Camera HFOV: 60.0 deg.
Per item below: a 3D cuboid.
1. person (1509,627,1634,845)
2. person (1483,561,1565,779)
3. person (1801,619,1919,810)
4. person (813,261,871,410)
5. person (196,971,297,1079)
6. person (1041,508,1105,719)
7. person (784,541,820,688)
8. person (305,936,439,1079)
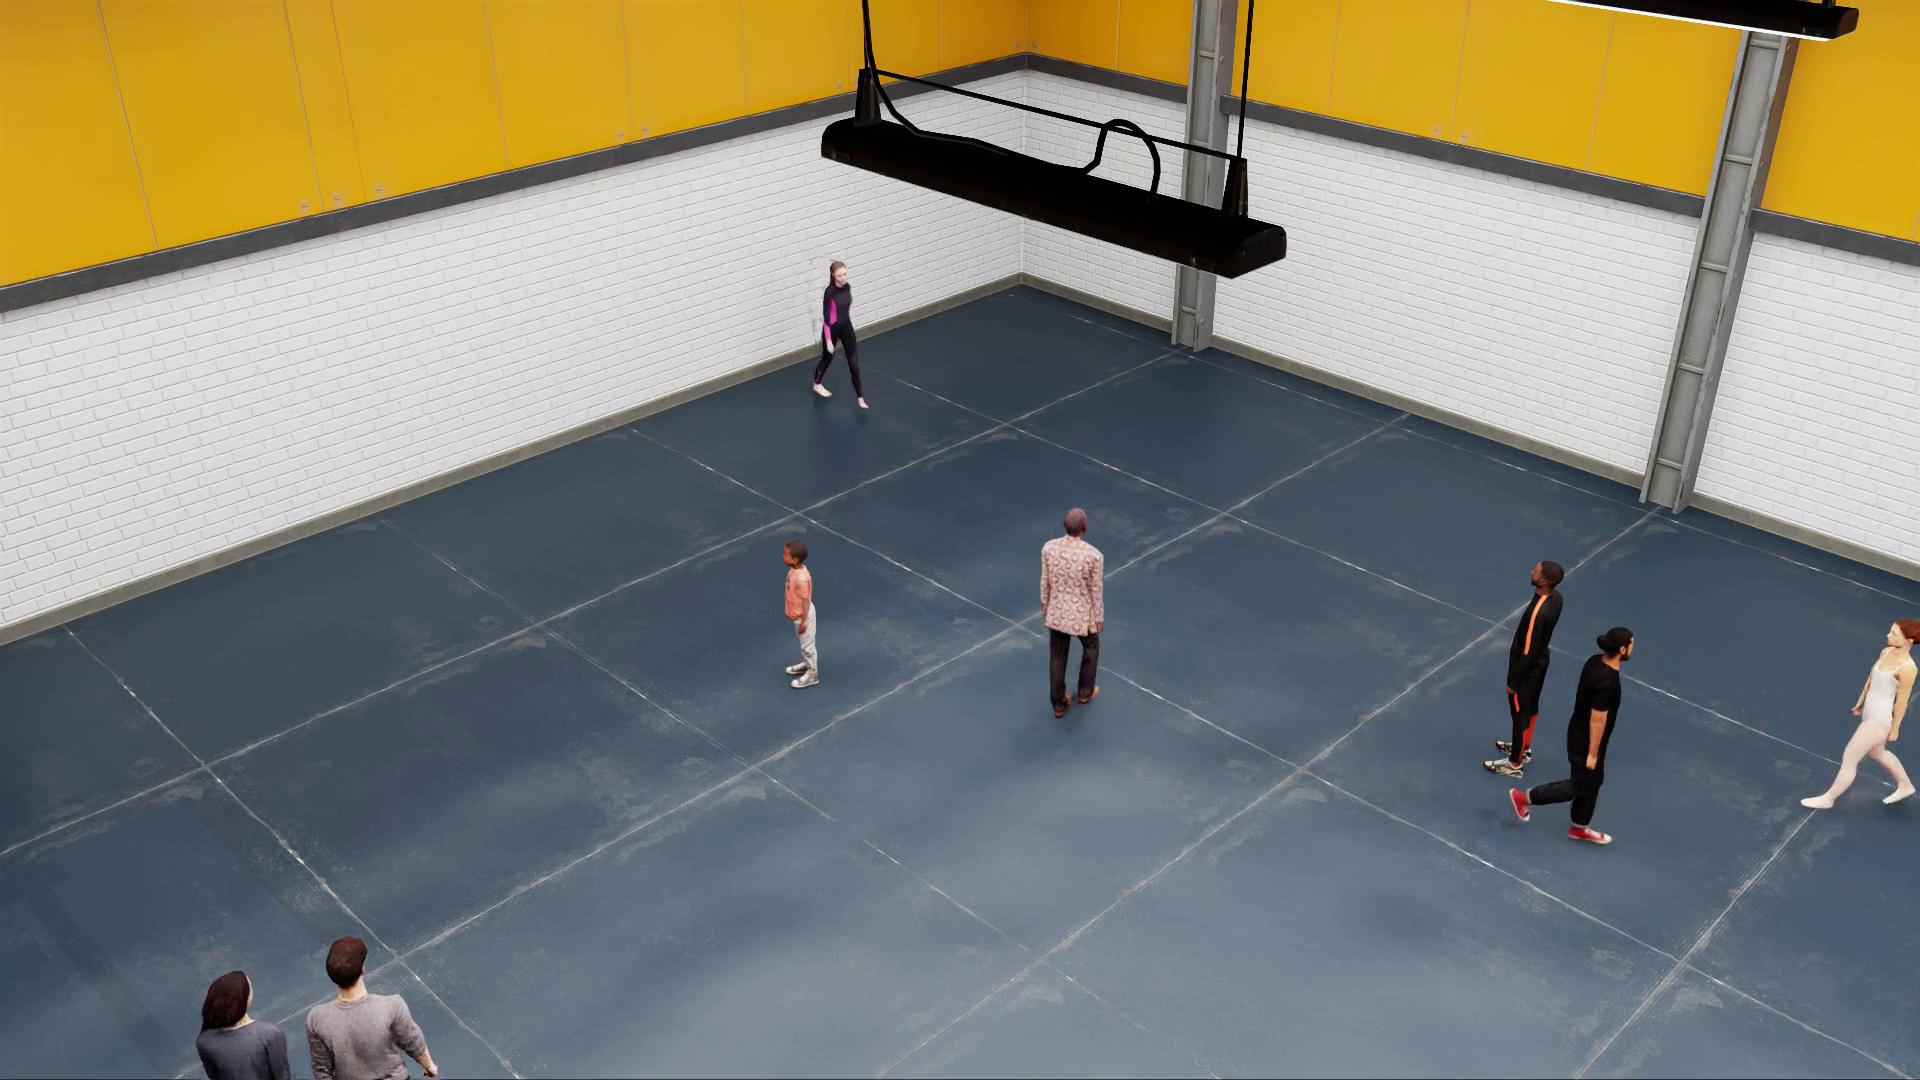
[{"bbox_3d":[4.334,1.386,11.692,1.092,1.723,0.931,9,30,16],"label":"person"},{"bbox_3d":[4.258,0.943,12.417,0.583,1.808,0.652,19,34,31],"label":"person"},{"bbox_3d":[6.710,1.292,11.982,1.091,1.611,0.972,3,29,6],"label":"person"},{"bbox_3d":[-1.411,-2.296,18.480,1.171,1.687,0.661,25,38,38],"label":"person"},{"bbox_3d":[-3.656,3.042,8.635,0.829,1.745,0.934,-7,29,-12],"label":"person"},{"bbox_3d":[0.850,0.618,13.028,0.825,1.793,0.912,11,30,19],"label":"person"},{"bbox_3d":[-1.288,0.582,13.600,0.621,1.309,0.527,-8,30,-13],"label":"person"},{"bbox_3d":[-3.060,2.956,8.677,1.162,1.854,1.310,-4,29,-7],"label":"person"}]
